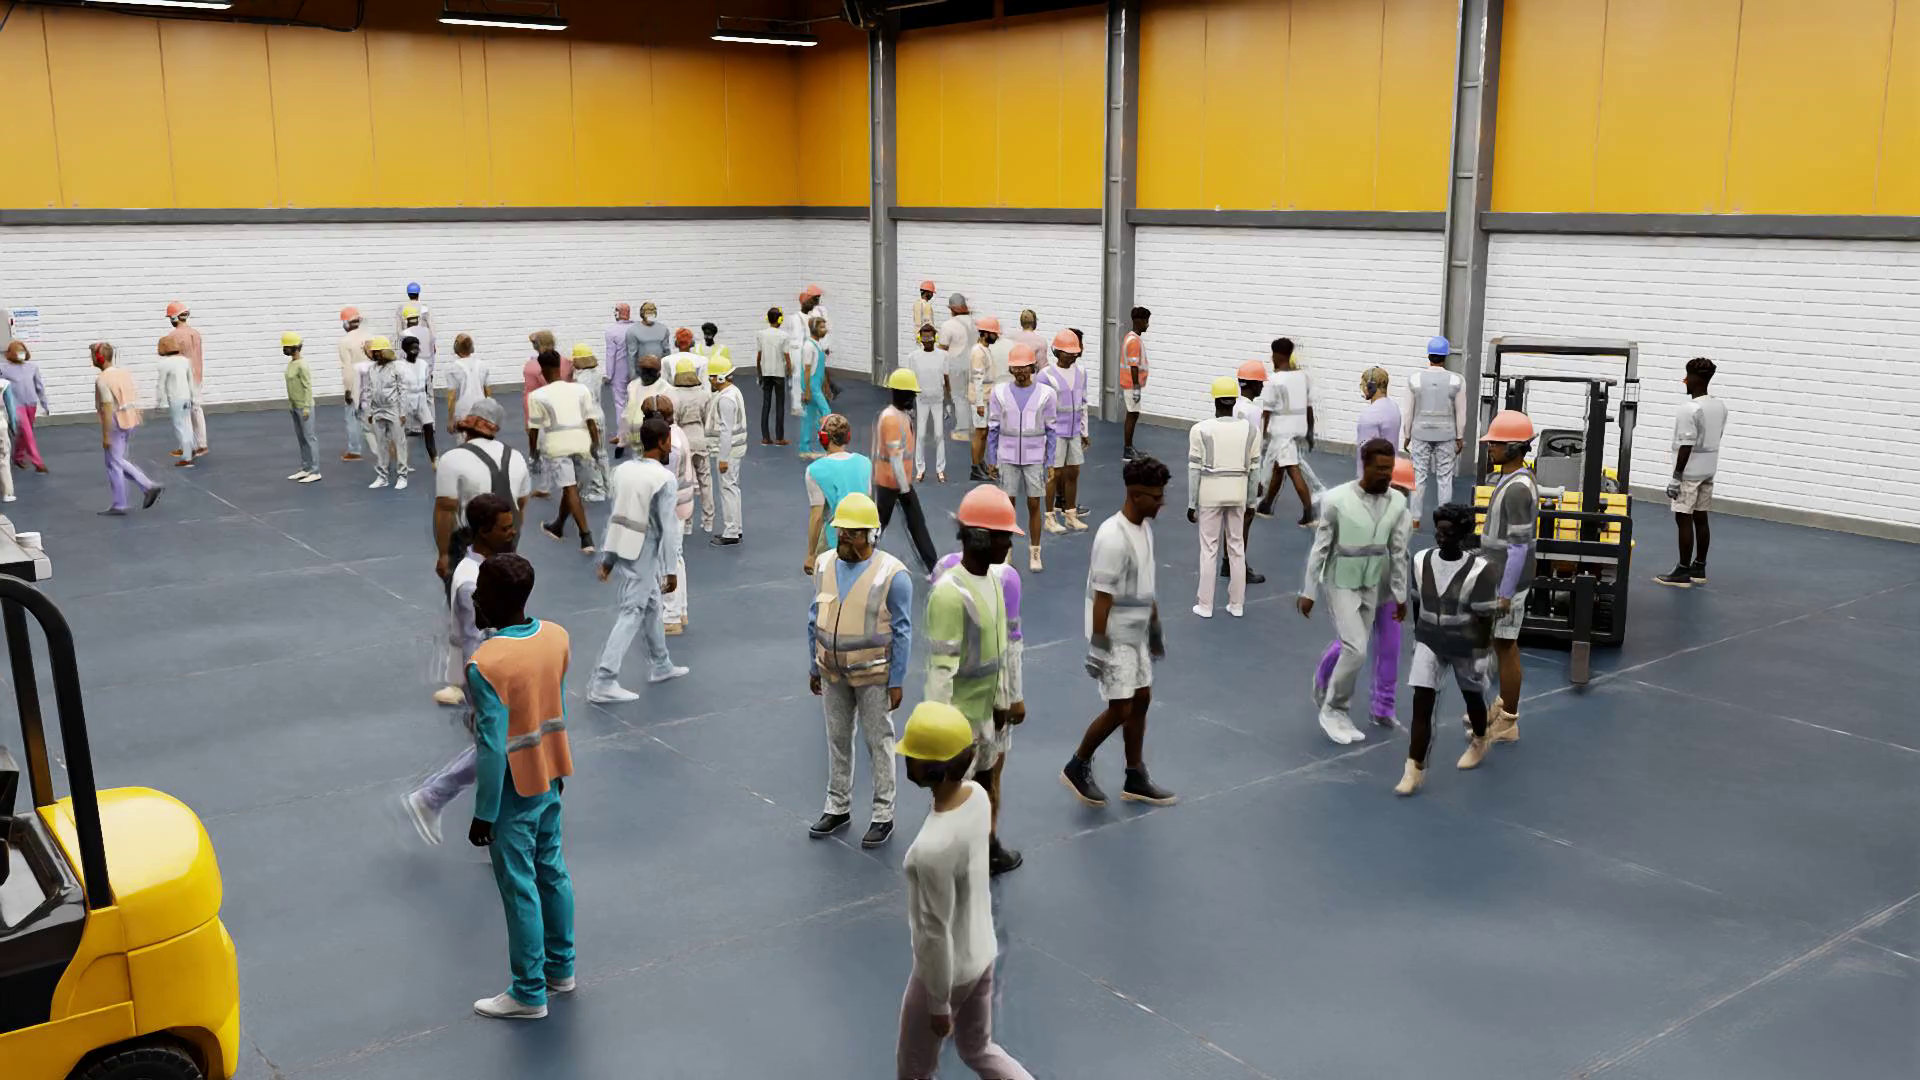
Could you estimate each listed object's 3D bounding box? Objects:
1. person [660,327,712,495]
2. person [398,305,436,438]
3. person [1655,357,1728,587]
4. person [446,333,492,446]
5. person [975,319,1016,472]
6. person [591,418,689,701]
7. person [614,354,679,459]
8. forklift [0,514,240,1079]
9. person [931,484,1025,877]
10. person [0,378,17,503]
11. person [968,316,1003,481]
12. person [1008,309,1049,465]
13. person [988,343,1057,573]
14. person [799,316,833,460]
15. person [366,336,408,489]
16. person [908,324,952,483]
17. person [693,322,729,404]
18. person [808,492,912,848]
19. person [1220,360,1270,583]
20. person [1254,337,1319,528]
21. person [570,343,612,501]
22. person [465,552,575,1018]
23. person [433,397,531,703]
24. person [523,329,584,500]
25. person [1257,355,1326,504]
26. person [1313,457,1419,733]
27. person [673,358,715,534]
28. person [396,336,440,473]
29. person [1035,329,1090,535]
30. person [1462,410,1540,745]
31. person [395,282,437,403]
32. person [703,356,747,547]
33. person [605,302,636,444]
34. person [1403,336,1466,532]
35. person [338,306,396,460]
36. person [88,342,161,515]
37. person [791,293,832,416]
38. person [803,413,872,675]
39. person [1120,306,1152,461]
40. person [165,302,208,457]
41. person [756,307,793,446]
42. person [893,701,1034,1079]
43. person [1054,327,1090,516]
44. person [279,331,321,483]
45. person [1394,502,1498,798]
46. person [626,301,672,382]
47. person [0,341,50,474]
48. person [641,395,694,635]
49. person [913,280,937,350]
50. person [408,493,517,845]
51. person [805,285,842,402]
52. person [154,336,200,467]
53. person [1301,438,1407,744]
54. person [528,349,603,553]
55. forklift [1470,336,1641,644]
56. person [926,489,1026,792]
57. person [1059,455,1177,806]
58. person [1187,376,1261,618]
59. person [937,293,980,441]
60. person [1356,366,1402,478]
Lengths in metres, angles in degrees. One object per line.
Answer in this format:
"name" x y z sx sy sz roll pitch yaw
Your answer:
"person" -3.042 -1.426 18.524 0.587 1.881 0.392 1 12 6
"person" -7.503 -2.314 22.937 0.404 1.825 0.587 7 14 31
"person" 6.258 -0.578 14.207 0.615 1.964 0.361 -9 14 -36
"person" -5.360 -1.342 18.194 0.515 1.843 0.331 -11 16 -42
"person" 0.470 -1.723 19.953 0.701 1.877 0.544 -8 14 -35
"person" -2.163 0.124 11.125 0.856 1.859 0.611 -11 16 -42
"person" -3.005 -0.888 16.091 0.700 1.819 0.431 11 16 43
"forklift" -3.687 1.115 5.480 2.313 2.155 1.214 -9 15 -36
"person" 0.113 0.686 8.210 0.402 1.928 0.545 -11 16 -43
"person" -10.515 -1.200 18.026 0.529 1.631 0.312 -5 13 -24
"person" 0.299 -1.655 19.519 0.393 1.925 0.555 3 12 13
"person" 0.847 -1.885 20.589 0.630 1.940 0.372 9 15 38
"person" 0.546 -0.720 14.708 0.613 2.043 0.374 1 12 7
"person" -1.711 -1.895 20.913 0.754 1.818 0.528 1 12 4
"person" -6.530 -1.445 18.934 0.484 1.745 0.307 3 12 14
"person" -0.350 -1.588 19.355 0.510 1.861 0.324 0 12 -1
"person" -3.300 -2.079 22.164 0.540 1.677 0.424 4 12 18
"person" -0.536 0.660 8.544 0.592 1.836 0.404 6 13 27
"person" 2.477 -0.593 14.384 0.387 1.928 0.549 -3 12 -12
"person" 3.327 -1.093 16.854 0.615 1.906 1.059 -9 14 -36
"person" -4.059 -1.292 18.235 0.361 1.733 0.484 3 12 14
"person" -1.774 0.989 6.749 0.382 1.921 0.597 4 12 17
"person" -3.312 0.019 11.145 0.535 2.000 0.903 7 14 30
"person" -4.392 -1.329 18.021 0.916 1.901 0.641 9 14 36
"person" 3.541 -1.206 17.875 0.883 1.705 0.498 3 12 12
"person" 2.590 0.312 10.558 0.599 1.716 0.788 -6 13 -25
"person" -2.682 -0.924 16.442 0.486 1.735 0.322 -8 14 -33
"person" -6.485 -1.597 19.863 0.800 1.654 0.545 8 14 34
"person" 1.032 -1.063 16.405 0.613 2.031 0.403 -9 14 -36
"person" 3.300 0.229 10.126 0.373 2.043 0.615 3 12 16
"person" -8.710 -3.151 26.679 0.605 1.948 0.385 -2 12 -8
"person" -2.233 -0.845 15.859 0.403 1.821 0.601 -1 12 -3
"person" -4.514 -2.243 22.398 0.408 1.905 0.652 11 16 43
"person" 4.685 -1.034 16.453 0.601 1.948 0.386 4 12 17
"person" -7.442 -1.947 20.850 0.828 1.963 0.652 6 13 26
"person" -8.757 -1.155 17.328 0.525 1.826 0.584 -1 12 -6
"person" -2.311 -2.800 25.190 0.628 1.857 0.621 6 13 27
"person" -0.824 0.049 11.474 0.372 1.843 0.570 11 16 43
"person" 2.204 -1.960 20.923 0.389 1.952 0.613 1 12 3
"person" -9.946 -2.061 21.351 0.411 1.980 0.626 2 12 8
"person" -2.476 -2.178 22.221 0.524 1.854 0.345 4 12 19
"person" 0.031 1.362 5.371 0.735 1.743 0.526 5 13 23
"person" 1.151 -1.236 17.383 0.367 1.967 0.607 -2 12 -10
"person" -7.704 -1.549 19.390 0.330 1.765 0.526 -10 15 -39
"person" 2.790 0.579 9.398 0.539 1.647 0.914 10 15 39
"person" -4.148 -2.228 22.273 0.636 1.931 0.377 -8 14 -35
"person" -11.328 -1.613 20.123 0.841 1.589 0.512 7 13 29
"person" -2.252 -0.199 12.722 0.429 1.830 0.639 -1 12 -4
"person" -0.563 -3.340 27.642 0.373 1.928 0.543 -6 13 -26
"person" -2.400 0.695 8.234 0.667 1.898 0.607 -1 12 -7
"person" -2.250 -3.098 26.498 0.500 1.916 0.564 1 12 7
"person" -9.644 -1.702 20.477 0.370 1.616 0.510 2 12 11
"person" 2.414 0.312 10.096 0.632 1.891 0.496 -7 14 -31
"person" -3.747 -0.844 15.701 0.614 1.874 1.077 -9 15 -38
"forklift" 4.683 -0.471 13.136 1.214 2.155 2.313 4 12 20
"person" -0.008 0.785 7.487 0.529 2.035 0.785 5 13 24
"person" 0.859 0.510 8.992 0.672 1.949 0.728 5 13 24
"person" 2.072 -0.333 13.157 0.581 1.919 0.399 -3 12 -12
"person" -0.072 -2.386 22.758 0.691 2.000 0.687 10 15 40
"person" 3.451 -0.482 13.848 0.381 1.927 0.641 8 14 33
